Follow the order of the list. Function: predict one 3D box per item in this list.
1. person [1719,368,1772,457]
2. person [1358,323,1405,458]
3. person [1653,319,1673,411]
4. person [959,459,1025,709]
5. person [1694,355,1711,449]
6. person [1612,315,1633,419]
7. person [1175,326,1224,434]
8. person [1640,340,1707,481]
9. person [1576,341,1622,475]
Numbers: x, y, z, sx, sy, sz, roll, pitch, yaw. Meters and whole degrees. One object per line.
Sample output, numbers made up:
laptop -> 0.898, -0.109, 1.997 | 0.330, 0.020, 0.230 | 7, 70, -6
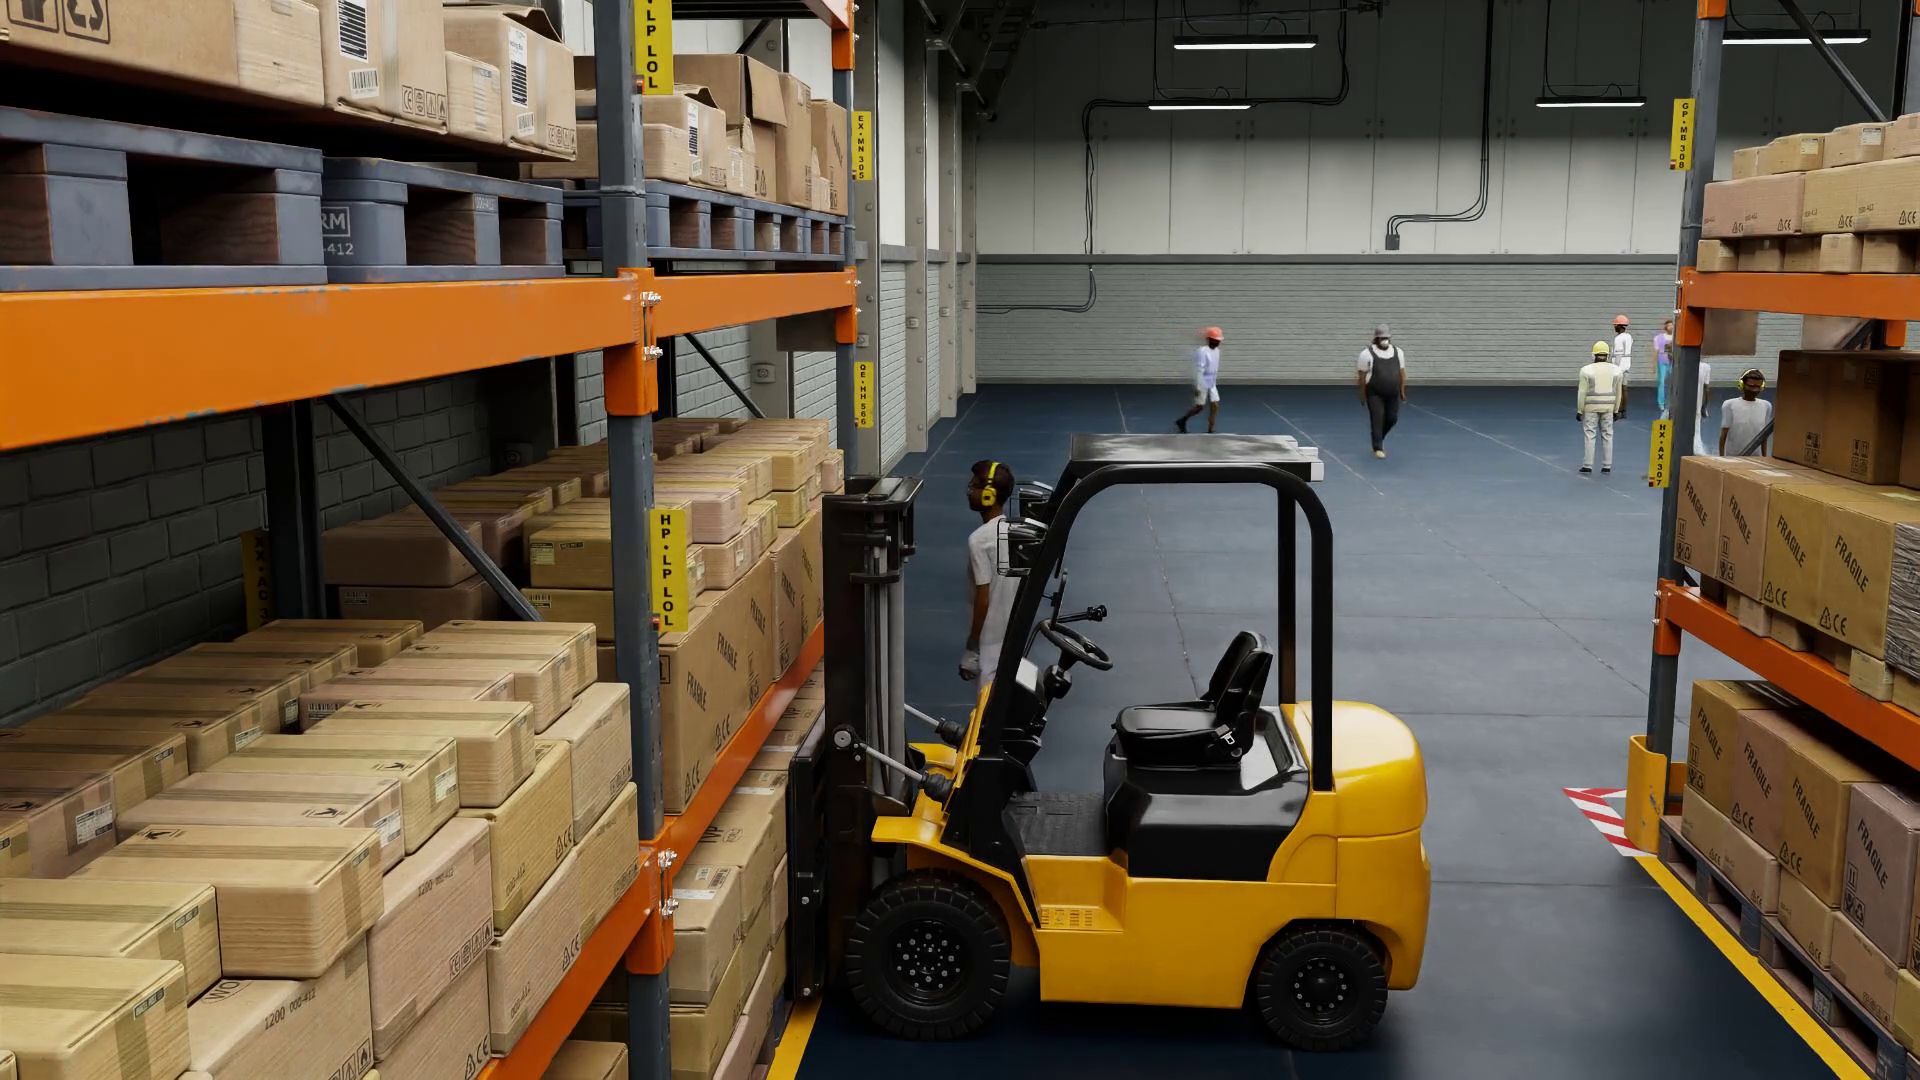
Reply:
person -> 7.720, -0.758, 16.374 | 0.519, 1.865, 0.327 | 0, 9, -2
person -> 6.313, -2.265, 24.969 | 0.691, 2.000, 0.735 | -1, 9, -8
person -> 13.894, -3.411, 32.563 | 0.617, 1.821, 0.666 | 2, 9, 9
person -> 0.156, 0.513, 8.635 | 0.323, 1.876, 0.530 | 5, 11, 28
person -> 9.882, -1.781, 22.554 | 0.523, 1.870, 0.317 | 0, 9, 0
person -> 12.318, -3.222, 31.076 | 0.364, 1.939, 0.542 | 9, 13, 42
person -> 3.970, -2.585, 27.417 | 0.555, 1.890, 0.830 | -9, 13, -43
person -> 9.487, -1.677, 21.823 | 0.868, 1.904, 0.667 | 6, 11, 34
person -> 8.739, -1.803, 22.795 | 0.591, 1.834, 0.404 | 0, 9, 0
